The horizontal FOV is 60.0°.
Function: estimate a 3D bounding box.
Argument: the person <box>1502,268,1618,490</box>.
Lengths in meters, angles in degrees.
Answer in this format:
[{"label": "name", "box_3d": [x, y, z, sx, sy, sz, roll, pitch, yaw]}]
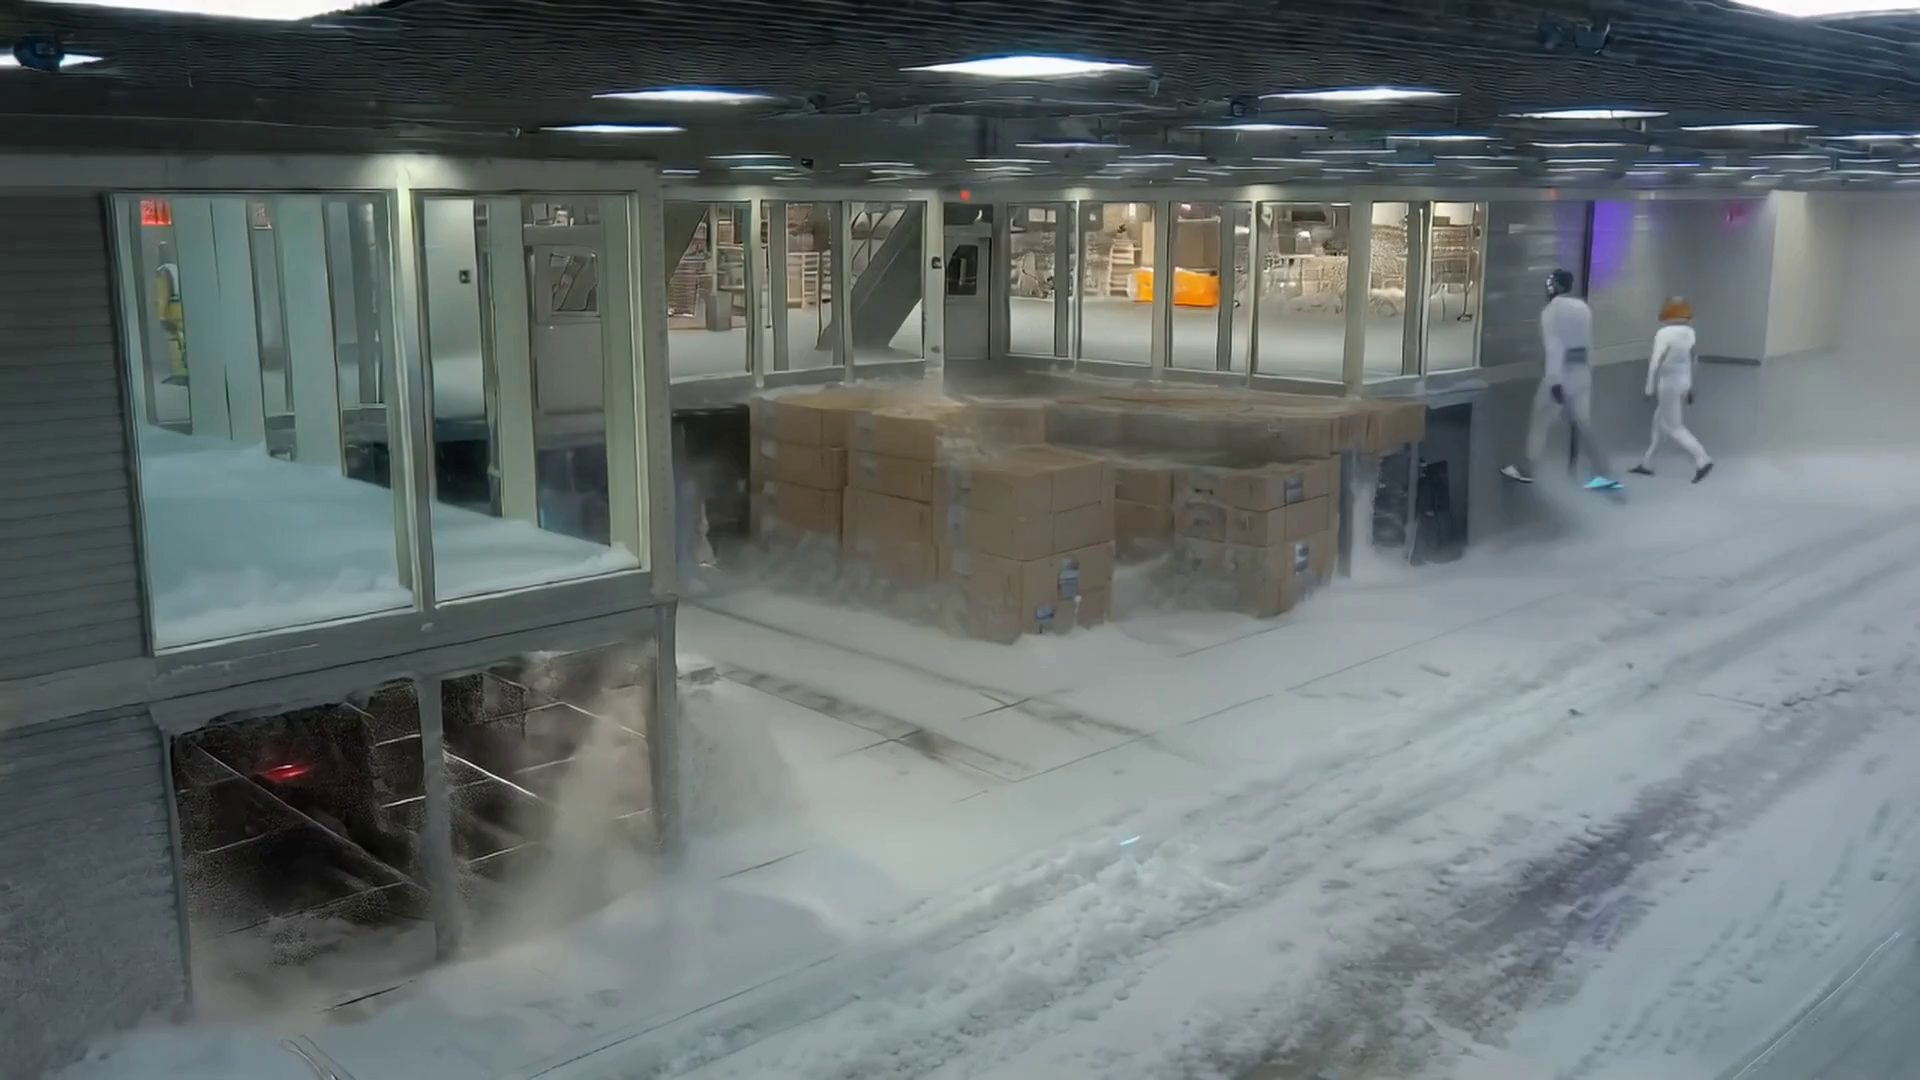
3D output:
[{"label": "person", "box_3d": [5.076, -1.338, 13.889, 0.676, 1.837, 1.031, -7, 13, -32]}]

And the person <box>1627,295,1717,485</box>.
[{"label": "person", "box_3d": [6.132, -1.283, 14.175, 0.495, 1.597, 0.822, -9, 14, -38]}]
